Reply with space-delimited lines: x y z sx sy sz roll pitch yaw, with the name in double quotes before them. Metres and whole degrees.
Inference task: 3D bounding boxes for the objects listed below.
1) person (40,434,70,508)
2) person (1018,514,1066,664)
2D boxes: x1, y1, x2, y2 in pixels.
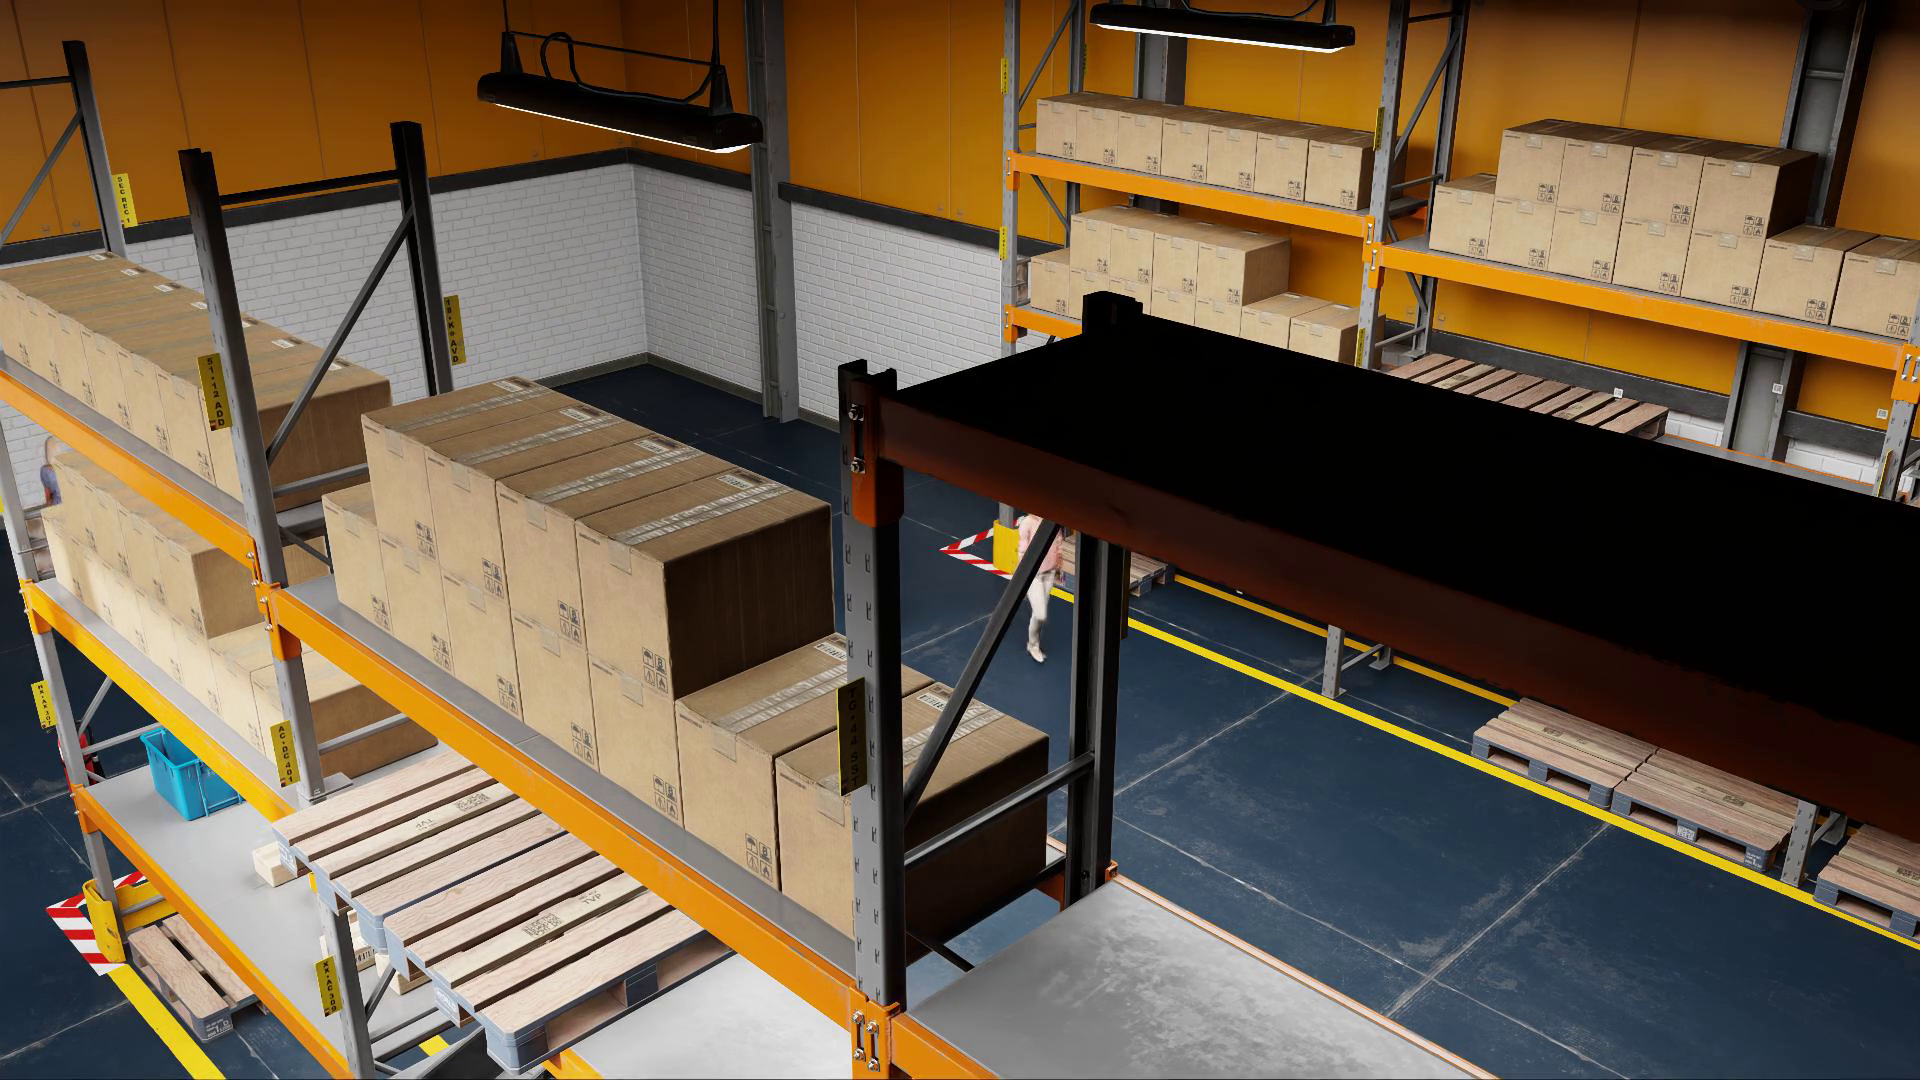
"person" -8.769 -0.186 16.366 1.010 1.691 1.159 -3 24 -7
"person" 0.680 0.278 15.273 0.657 1.715 0.656 -15 28 -31
